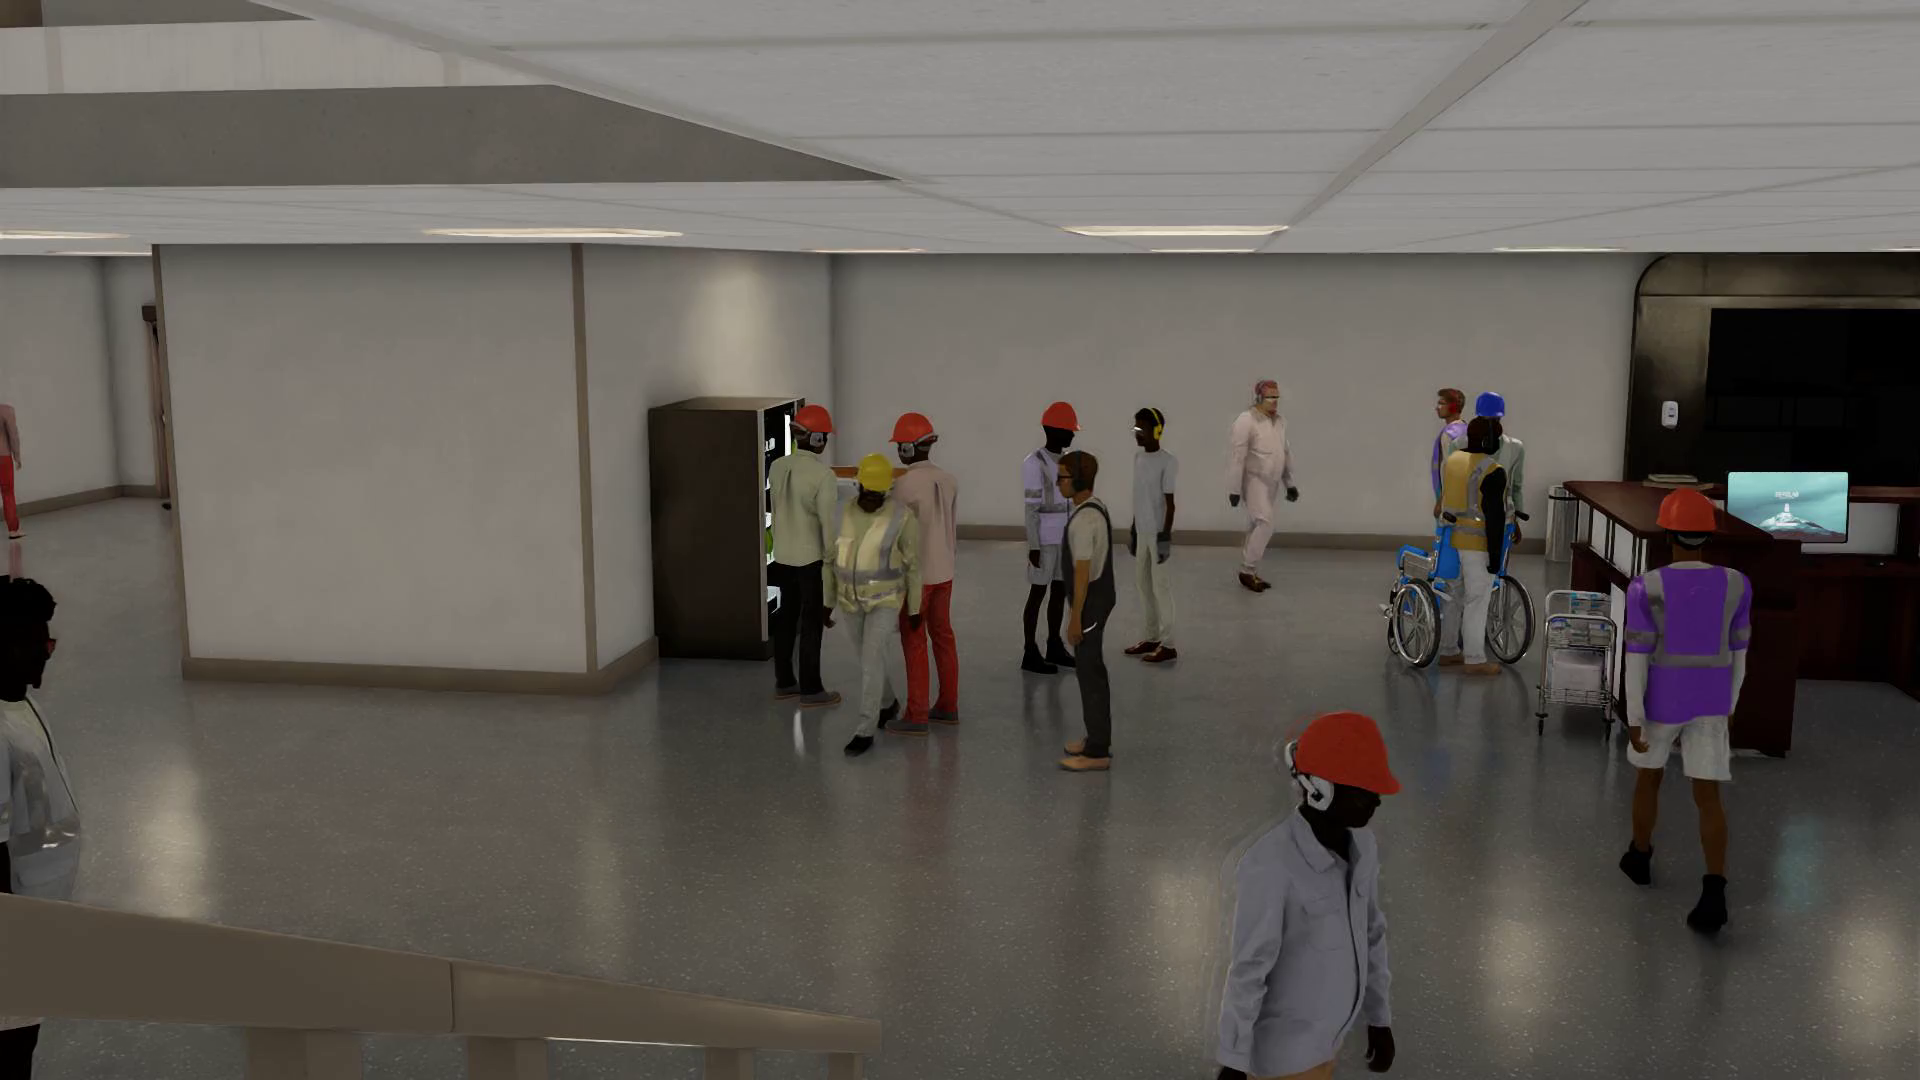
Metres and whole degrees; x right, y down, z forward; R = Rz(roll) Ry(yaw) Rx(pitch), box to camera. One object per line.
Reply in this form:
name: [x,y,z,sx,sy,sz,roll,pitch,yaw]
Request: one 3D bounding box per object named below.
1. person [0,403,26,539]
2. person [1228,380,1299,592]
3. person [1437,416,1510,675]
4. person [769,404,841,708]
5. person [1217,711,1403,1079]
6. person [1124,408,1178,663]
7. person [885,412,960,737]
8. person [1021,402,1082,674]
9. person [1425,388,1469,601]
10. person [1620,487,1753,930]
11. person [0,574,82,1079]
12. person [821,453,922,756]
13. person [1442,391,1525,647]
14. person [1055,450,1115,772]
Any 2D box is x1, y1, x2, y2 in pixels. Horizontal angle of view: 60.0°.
person: [-10.244,-0.881,17.629,0.533,1.765,0.330,-3,10,-16]
person: [2.707,-0.481,14.810,0.529,1.884,0.640,9,13,43]
person: [3.639,0.038,11.762,0.430,1.838,0.625,-3,10,-20]
person: [-0.994,0.106,10.892,0.622,1.982,0.415,9,13,43]
person: [0.989,1.294,4.316,0.762,1.717,0.591,7,12,38]
person: [1.402,-0.040,12.159,0.332,1.858,0.517,-4,10,-26]
person: [-0.254,0.207,10.257,0.415,1.985,0.610,7,11,36]
person: [0.676,-0.019,11.818,0.387,1.929,0.549,8,12,40]
person: [4.218,-0.373,14.255,0.373,1.842,0.575,6,11,31]
person: [3.205,0.722,7.345,0.537,1.904,0.971,2,9,10]
person: [-2.814,1.072,4.965,0.369,1.963,0.608,-4,10,-22]
person: [-0.505,0.346,10.029,0.573,1.785,0.833,4,10,24]
person: [3.949,-0.150,12.550,0.614,1.945,0.403,-1,9,-3]
person: [0.710,0.402,9.516,0.360,1.837,0.512,1,9,7]
